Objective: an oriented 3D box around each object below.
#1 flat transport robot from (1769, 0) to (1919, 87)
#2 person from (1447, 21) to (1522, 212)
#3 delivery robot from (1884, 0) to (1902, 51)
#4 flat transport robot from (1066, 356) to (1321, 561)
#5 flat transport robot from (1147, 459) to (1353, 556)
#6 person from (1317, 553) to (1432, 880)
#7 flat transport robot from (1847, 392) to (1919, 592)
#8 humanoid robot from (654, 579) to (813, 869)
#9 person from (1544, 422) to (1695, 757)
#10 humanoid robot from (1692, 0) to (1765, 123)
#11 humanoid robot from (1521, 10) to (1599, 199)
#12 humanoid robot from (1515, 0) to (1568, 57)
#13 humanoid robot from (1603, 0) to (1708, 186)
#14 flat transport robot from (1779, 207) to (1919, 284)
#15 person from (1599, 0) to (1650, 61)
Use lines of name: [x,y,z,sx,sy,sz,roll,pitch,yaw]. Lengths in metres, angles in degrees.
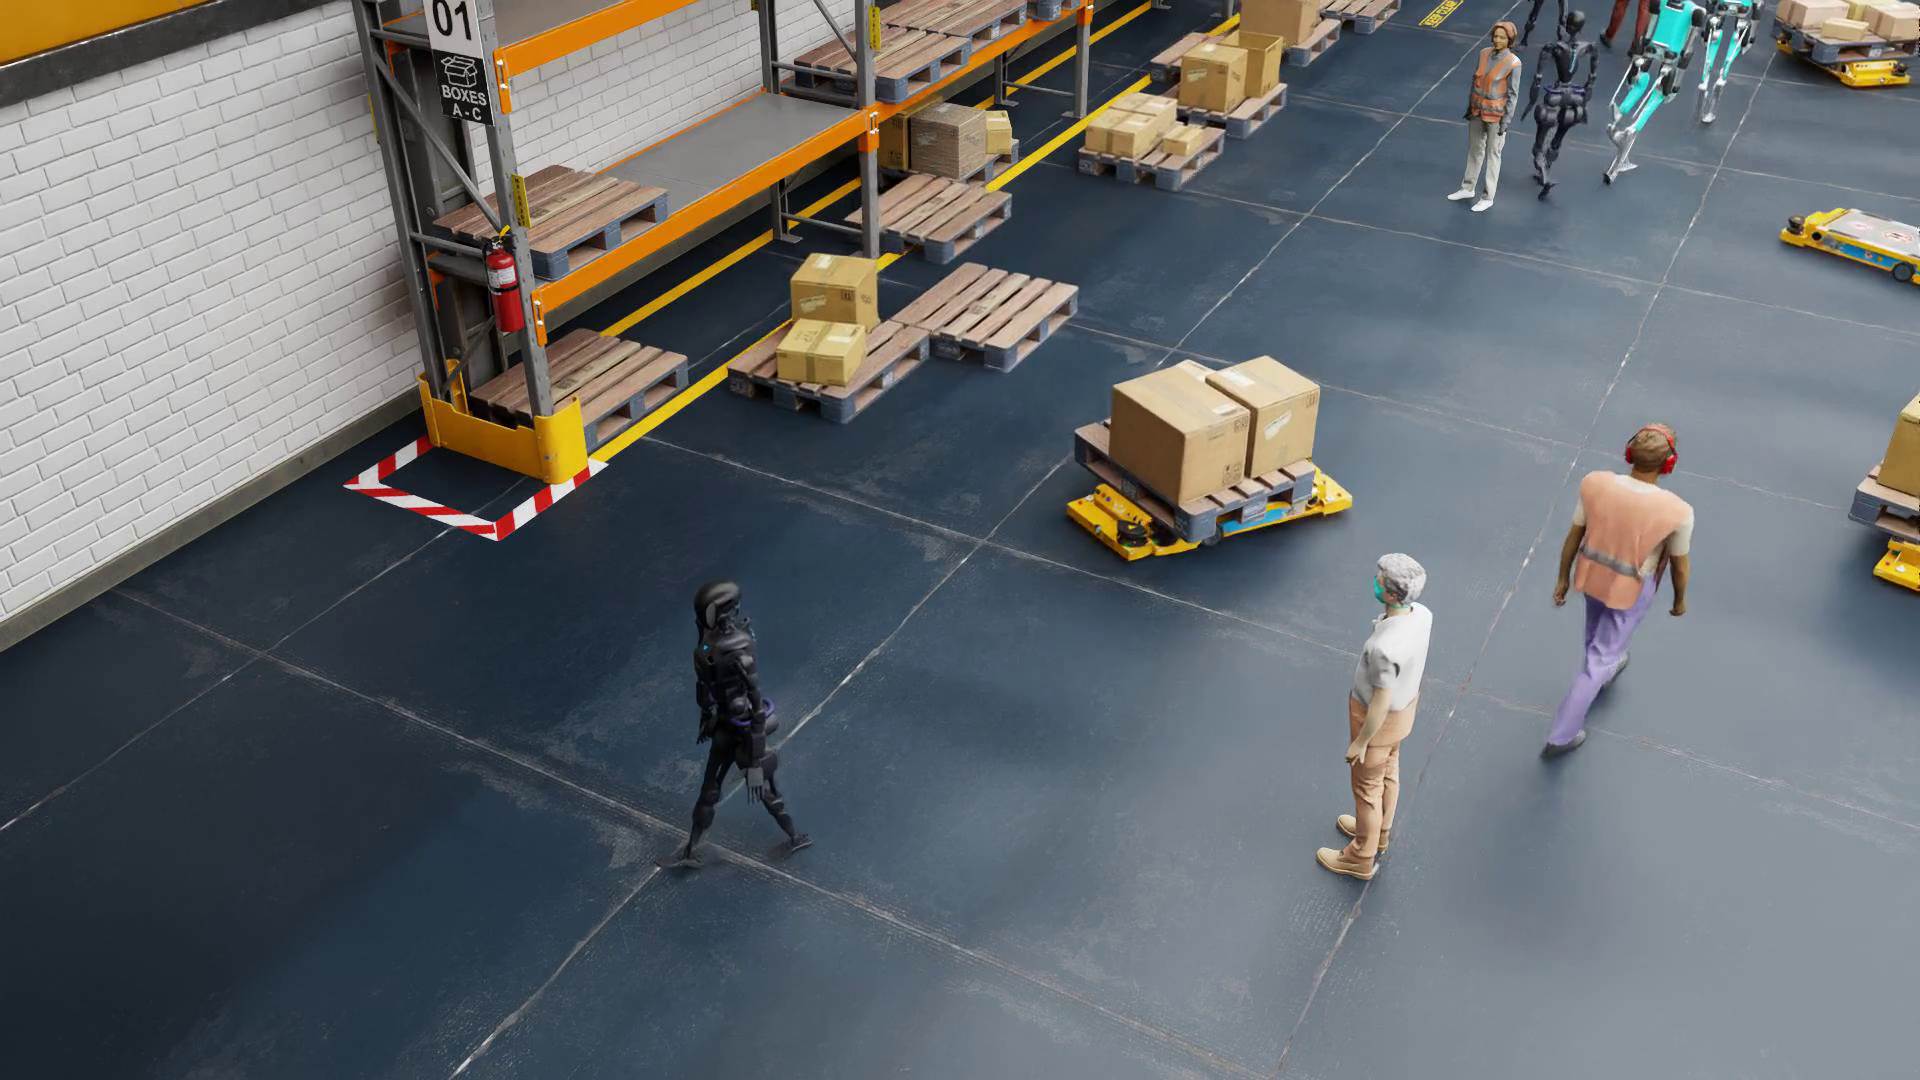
flat transport robot: [9.598,-5.255,18.098,0.659,0.231,1.431,-5,34,-8]
person: [4.608,-3.694,14.488,0.304,1.643,0.521,-15,36,-22]
delivery robot: [10.429,-5.806,18.691,0.499,0.614,0.808,-5,34,-8]
flat transport robot: [1.447,-0.296,10.595,1.431,0.231,0.659,-20,38,-27]
flat transport robot: [1.714,-0.279,10.571,1.431,0.231,0.659,-14,36,-20]
person: [1.910,0.806,7.587,0.306,1.745,0.495,20,39,28]
flat transport robot: [6.188,-0.017,10.174,0.659,0.231,1.431,27,42,35]
humanoid robot: [-1.046,0.893,7.558,0.766,1.627,0.585,-22,39,-29]
person: [3.366,0.219,8.434,0.971,1.794,0.573,-24,40,-32]
humanoid robot: [7.410,-4.827,16.209,0.548,1.887,0.738,22,39,30]
humanoid robot: [5.326,-3.876,14.761,0.585,1.626,0.648,0,33,1]
humanoid robot: [6.496,-6.086,18.095,0.599,1.632,0.686,-3,34,-5]
humanoid robot: [6.148,-4.080,15.043,0.909,1.832,0.555,-25,41,-32]
flat transport robot: [7.689,-2.450,13.854,0.659,0.231,1.431,-25,41,-33]
person: [7.443,-6.252,18.181,0.552,1.840,0.868,2,34,3]
